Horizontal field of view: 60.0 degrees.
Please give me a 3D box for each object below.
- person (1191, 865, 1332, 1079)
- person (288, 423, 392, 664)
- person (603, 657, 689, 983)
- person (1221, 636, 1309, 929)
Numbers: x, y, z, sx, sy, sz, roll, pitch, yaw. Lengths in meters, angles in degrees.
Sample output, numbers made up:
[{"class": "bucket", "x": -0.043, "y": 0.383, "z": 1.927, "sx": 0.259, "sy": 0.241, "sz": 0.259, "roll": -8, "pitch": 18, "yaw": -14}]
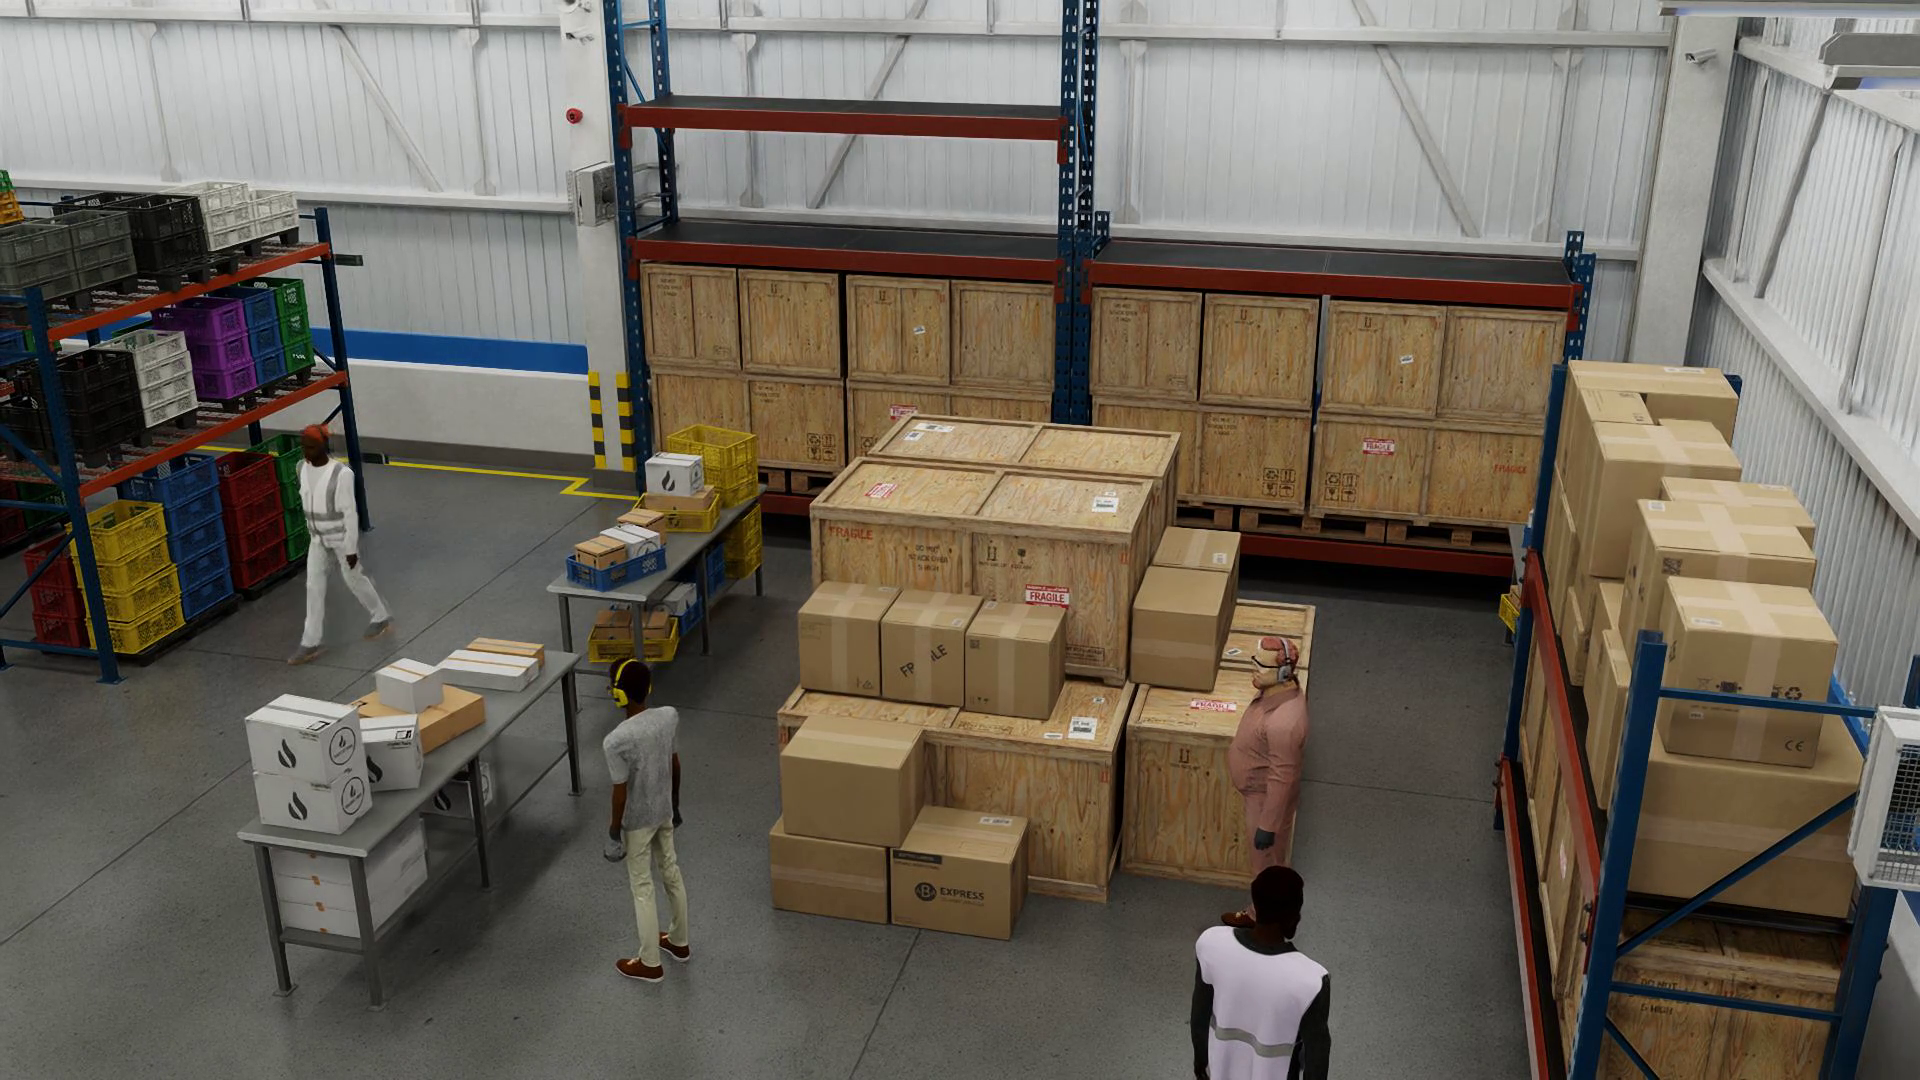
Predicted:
[{"class": "person", "x": 1.230, "y": 2.224, "z": 6.905, "sx": 0.596, "sy": 1.912, "sz": 0.372, "roll": 14, "pitch": 25, "yaw": 32}, {"class": "person", "x": -4.869, "y": -0.009, "z": 12.860, "sx": 0.597, "sy": 1.842, "sz": 0.896, "roll": 10, "pitch": 23, "yaw": 25}, {"class": "person", "x": -1.693, "y": 1.489, "z": 8.894, "sx": 0.329, "sy": 1.868, "sz": 0.512, "roll": 14, "pitch": 25, "yaw": 33}, {"class": "person", "x": 1.654, "y": 1.400, "z": 9.066, "sx": 0.409, "sy": 1.912, "sz": 0.649, "roll": 2, "pitch": 21, "yaw": 6}]
